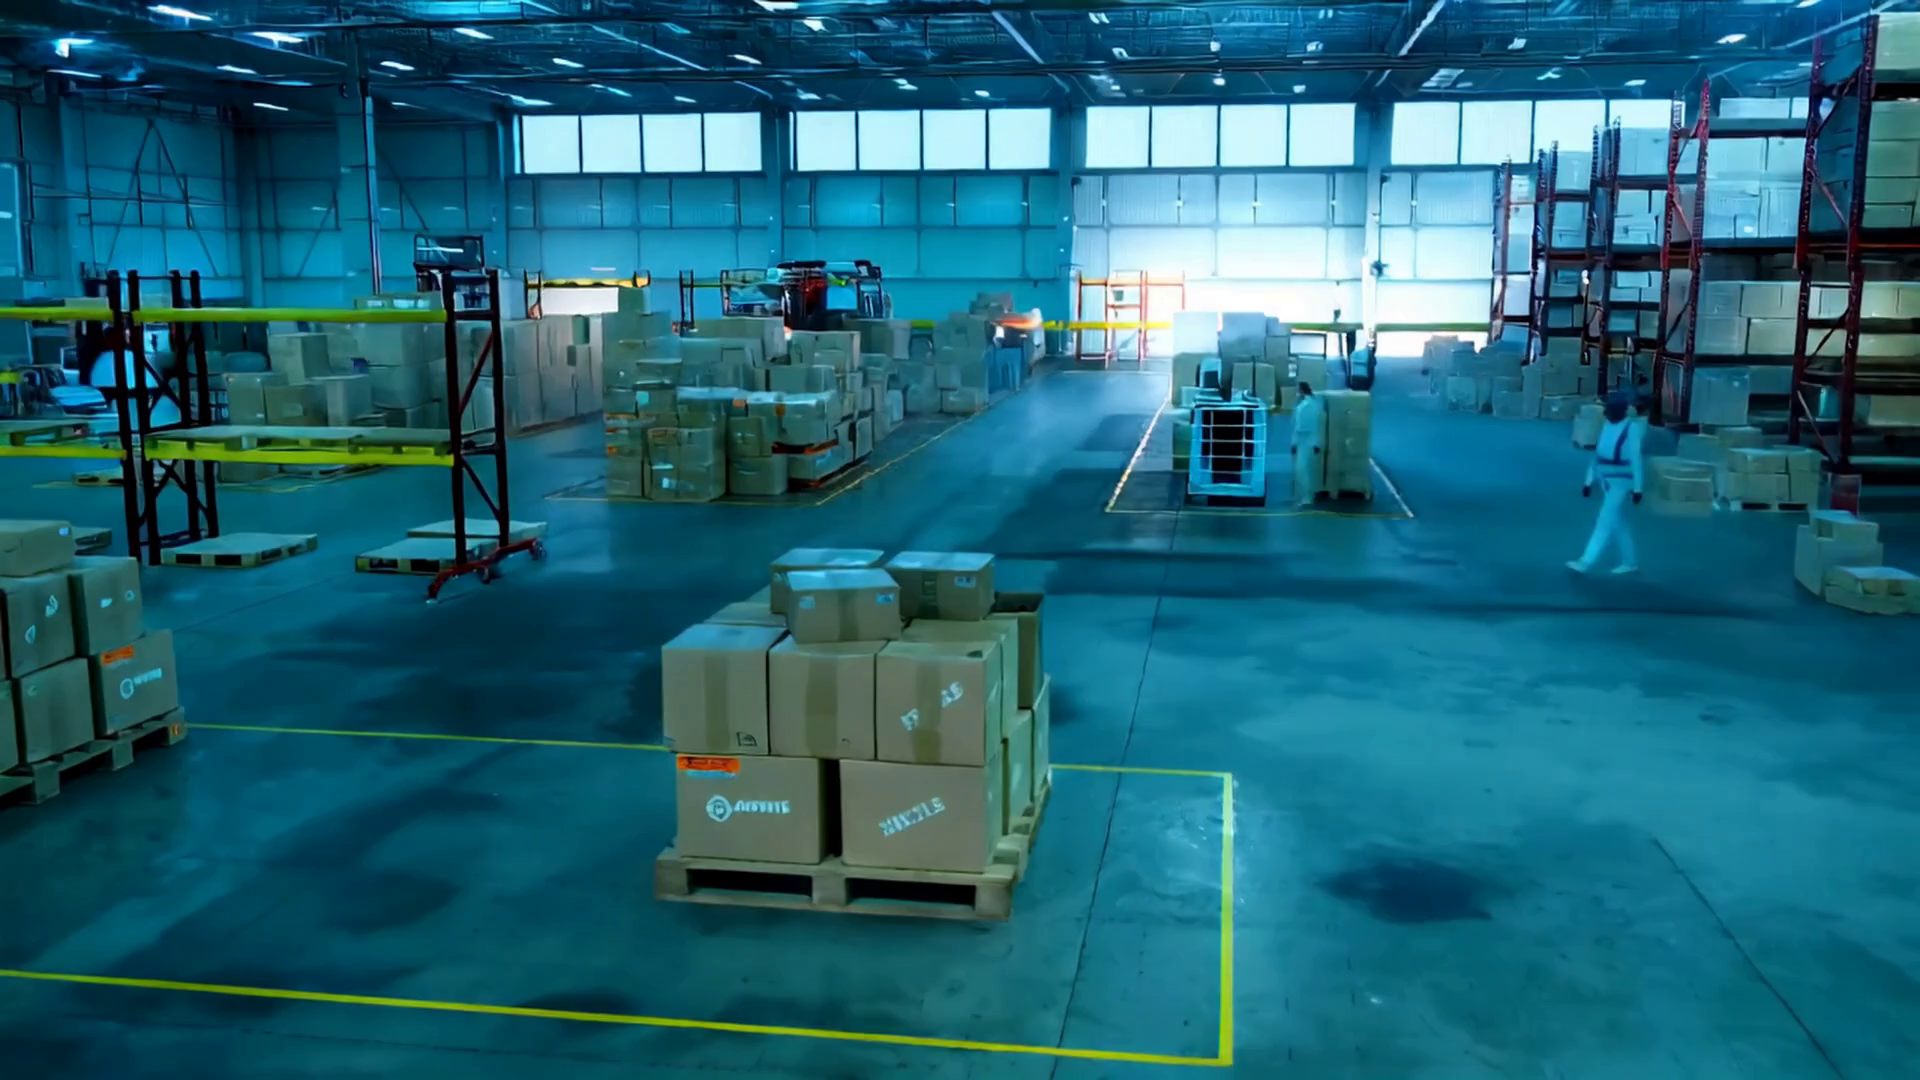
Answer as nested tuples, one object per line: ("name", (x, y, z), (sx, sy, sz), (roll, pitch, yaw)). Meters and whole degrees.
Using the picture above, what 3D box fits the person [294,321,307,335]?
("person", (-15.224, -4.162, 38.618), (0.559, 1.886, 0.963), (6, 11, 33))

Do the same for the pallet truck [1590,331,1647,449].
("pallet truck", (11.253, -2.573, 28.499), (0.823, 1.965, 1.885), (5, 10, 27))

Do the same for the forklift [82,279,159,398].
("forklift", (-20.069, -4.732, 39.101), (1.873, 2.768, 1.129), (1, 9, 9))

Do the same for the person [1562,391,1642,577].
("person", (6.363, -0.545, 16.448), (0.943, 1.839, 0.609), (-2, 9, -9))

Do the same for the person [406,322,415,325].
("person", (-17.256, -6.432, 52.537), (0.643, 1.922, 0.576), (7, 12, 39))

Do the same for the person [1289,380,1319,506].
("person", (4.411, -1.236, 21.375), (0.461, 1.619, 0.546), (-2, 9, -9))

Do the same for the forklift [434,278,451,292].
("forklift", (-13.692, -5.581, 44.334), (1.873, 2.768, 1.129), (-3, 10, -19))

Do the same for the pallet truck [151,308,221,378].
("pallet truck", (-21.869, -5.598, 47.154), (0.823, 1.965, 1.885), (4, 10, 26))

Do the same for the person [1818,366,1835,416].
("person", (16.534, -2.952, 31.410), (0.852, 1.819, 0.639), (1, 9, 9))

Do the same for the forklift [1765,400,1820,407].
("forklift", (18.696, -4.341, 36.689), (1.873, 2.768, 1.129), (1, 9, 9))

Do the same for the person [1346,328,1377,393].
("person", (7.859, -3.184, 32.543), (0.385, 1.910, 0.593), (-8, 12, -42))

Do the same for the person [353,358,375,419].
("person", (-9.649, -2.132, 26.871), (0.393, 1.626, 0.529), (2, 10, 15))
